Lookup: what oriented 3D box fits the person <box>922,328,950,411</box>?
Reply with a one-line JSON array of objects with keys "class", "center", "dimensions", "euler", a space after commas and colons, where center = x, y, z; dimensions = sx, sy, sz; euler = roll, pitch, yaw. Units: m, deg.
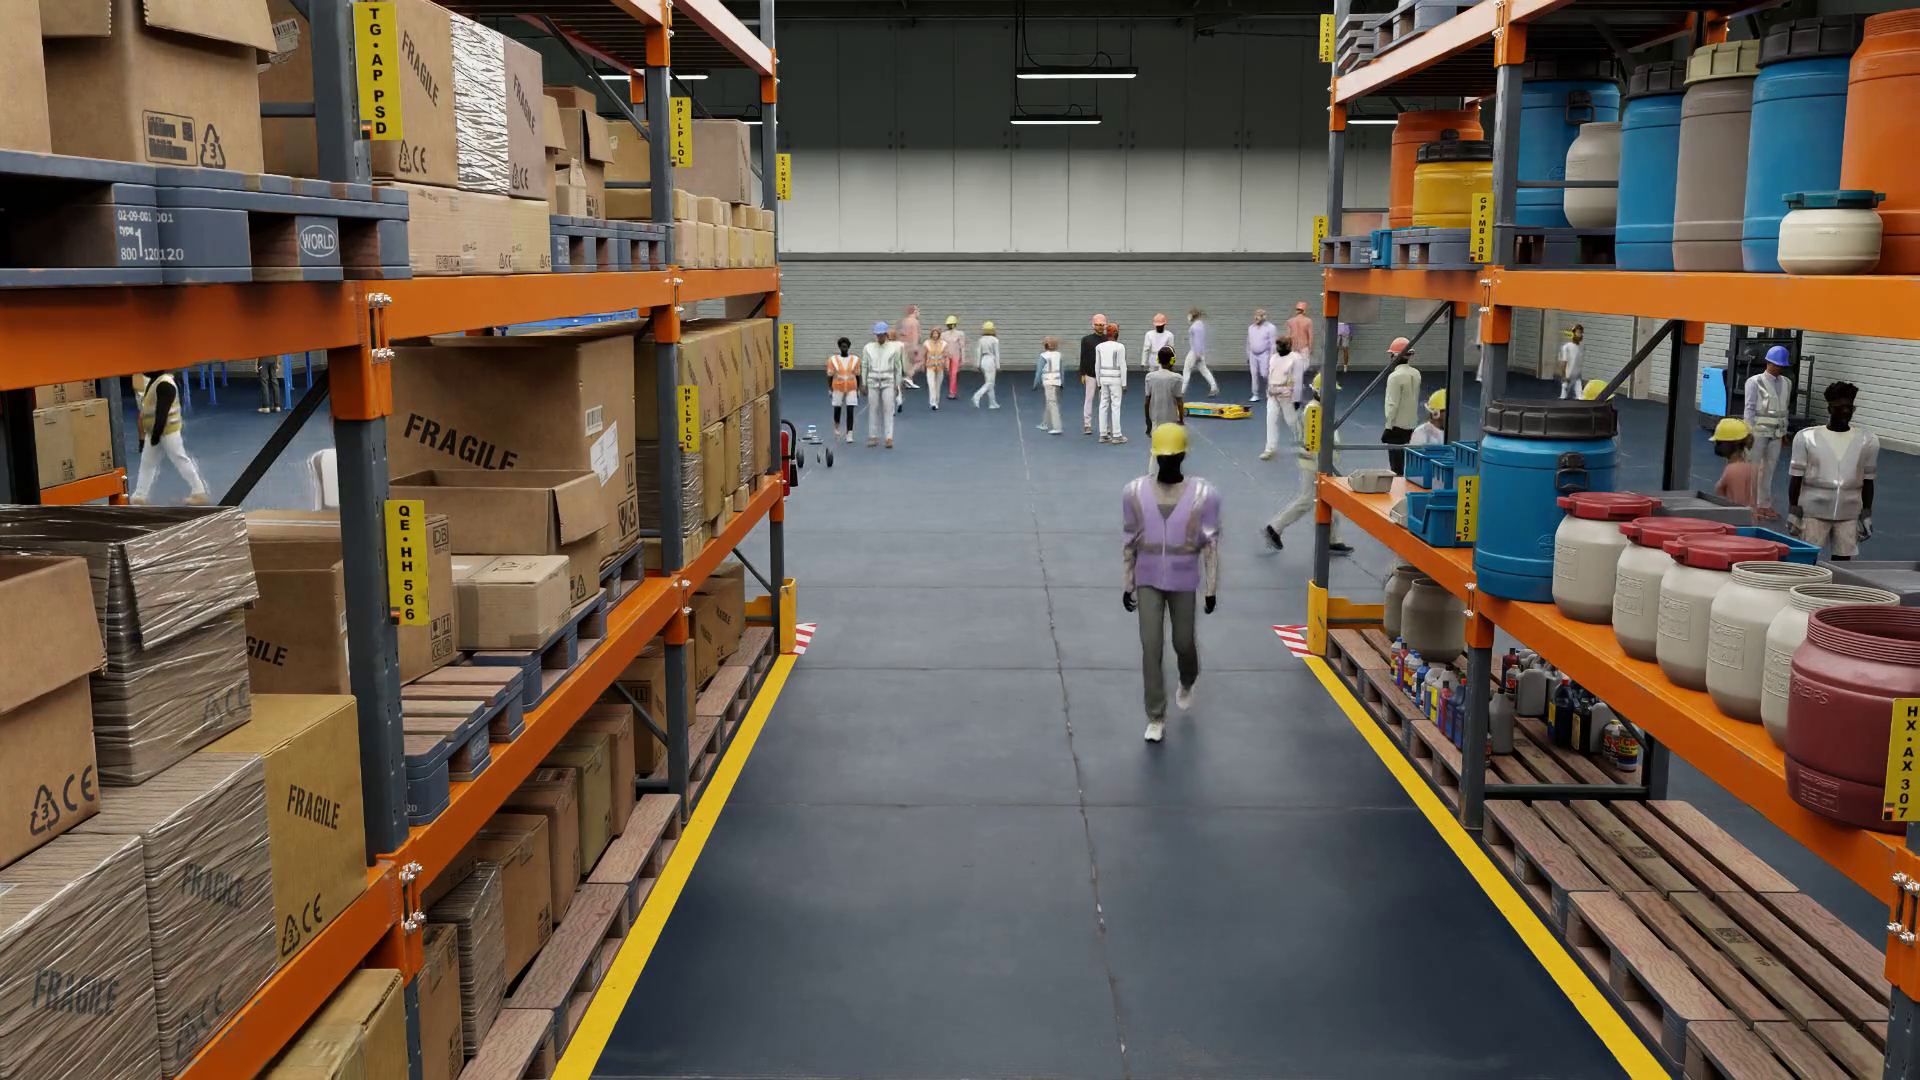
[{"class": "person", "center": [-0.464, -3.292, 32.126], "dimensions": [0.515, 1.584, 0.910], "euler": [-1, 10, -8]}]

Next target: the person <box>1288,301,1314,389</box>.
[{"class": "person", "center": [7.620, -4.357, 37.319], "dimensions": [0.635, 1.980, 0.617], "euler": [7, 12, 37]}]

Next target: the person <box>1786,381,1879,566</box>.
[{"class": "person", "center": [6.565, -0.214, 12.547], "dimensions": [0.610, 1.966, 0.363], "euler": [2, 10, 14]}]

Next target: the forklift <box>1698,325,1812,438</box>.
[{"class": "forklift", "center": [13.248, -3.165, 27.620], "dimensions": [1.129, 2.768, 1.873], "euler": [0, 9, 1]}]

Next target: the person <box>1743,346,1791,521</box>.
[{"class": "person", "center": [8.933, -1.178, 18.411], "dimensions": [0.602, 1.937, 0.409], "euler": [-3, 10, -19]}]

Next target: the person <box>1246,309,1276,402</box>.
[{"class": "person", "center": [6.177, -3.794, 34.202], "dimensions": [0.659, 1.898, 0.492], "euler": [7, 12, 36]}]

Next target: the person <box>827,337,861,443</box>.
[{"class": "person", "center": [-1.842, -2.404, 26.511], "dimensions": [0.543, 1.684, 0.457], "euler": [-1, 10, -7]}]

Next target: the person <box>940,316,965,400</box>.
[{"class": "person", "center": [-0.212, -3.772, 34.580], "dimensions": [0.538, 1.731, 0.866], "euler": [5, 11, 26]}]

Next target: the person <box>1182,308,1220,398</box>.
[{"class": "person", "center": [5.054, -3.969, 35.293], "dimensions": [1.019, 1.898, 0.630], "euler": [3, 10, 18]}]

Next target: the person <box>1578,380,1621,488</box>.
[{"class": "person", "center": [5.579, -0.492, 14.622], "dimensions": [0.404, 1.827, 0.600], "euler": [4, 10, 24]}]

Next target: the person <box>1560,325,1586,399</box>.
[{"class": "person", "center": [10.241, -2.678, 27.764], "dimensions": [0.545, 1.819, 1.000], "euler": [-4, 10, -22]}]

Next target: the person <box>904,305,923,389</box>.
[{"class": "person", "center": [-1.036, -4.354, 37.565], "dimensions": [0.425, 1.888, 0.679], "euler": [-3, 10, -18]}]

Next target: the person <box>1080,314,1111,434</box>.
[{"class": "person", "center": [2.304, -2.774, 27.793], "dimensions": [0.611, 1.997, 0.375], "euler": [-2, 10, -12]}]

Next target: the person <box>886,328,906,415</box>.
[{"class": "person", "center": [-1.281, -3.162, 31.209], "dimensions": [0.537, 1.623, 0.368], "euler": [-4, 10, -24]}]

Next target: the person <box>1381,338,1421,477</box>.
[{"class": "person", "center": [5.038, -1.318, 19.073], "dimensions": [0.379, 1.996, 0.610], "euler": [9, 13, 42]}]

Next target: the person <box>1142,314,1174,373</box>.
[{"class": "person", "center": [3.800, -3.379, 31.743], "dimensions": [0.570, 1.896, 0.884], "euler": [3, 10, 16]}]

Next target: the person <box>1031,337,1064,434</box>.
[{"class": "person", "center": [1.436, -2.580, 27.774], "dimensions": [0.788, 1.603, 0.526], "euler": [9, 13, 42]}]

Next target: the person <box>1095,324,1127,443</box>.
[{"class": "person", "center": [2.413, -2.490, 26.434], "dimensions": [0.573, 1.883, 0.354], "euler": [8, 13, 41]}]

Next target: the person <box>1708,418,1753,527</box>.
[{"class": "person", "center": [5.704, -0.041, 12.260], "dimensions": [0.927, 1.718, 0.547], "euler": [6, 11, 31]}]

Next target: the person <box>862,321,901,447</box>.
[{"class": "person", "center": [-1.230, -2.427, 25.864], "dimensions": [0.609, 1.946, 0.401], "euler": [1, 10, 4]}]

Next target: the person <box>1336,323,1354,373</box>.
[{"class": "person", "center": [9.941, -5.395, 43.340], "dimensions": [0.608, 2.048, 0.364], "euler": [3, 10, 15]}]

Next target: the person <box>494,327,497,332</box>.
[{"class": "person", "center": [-7.661, -2.643, 27.172], "dimensions": [0.350, 1.943, 0.542], "euler": [9, 13, 42]}]

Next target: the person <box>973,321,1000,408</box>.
[{"class": "person", "center": [0.497, -3.408, 32.496], "dimensions": [0.496, 1.705, 0.752], "euler": [9, 13, 44]}]

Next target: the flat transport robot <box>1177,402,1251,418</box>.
[{"class": "flat transport robot", "center": [4.645, -2.433, 31.039], "dimensions": [1.431, 0.197, 0.652], "euler": [7, 12, 38]}]

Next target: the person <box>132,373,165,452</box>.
[{"class": "person", "center": [-12.270, -2.290, 25.100], "dimensions": [0.385, 1.928, 0.547], "euler": [-7, 12, -36]}]

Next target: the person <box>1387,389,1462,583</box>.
[{"class": "person", "center": [4.086, -0.400, 14.229], "dimensions": [0.950, 1.781, 0.615], "euler": [8, 13, 41]}]

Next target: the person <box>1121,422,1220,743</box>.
[{"class": "person", "center": [1.282, 0.222, 10.131], "dimensions": [0.591, 1.907, 0.744], "euler": [3, 10, 15]}]

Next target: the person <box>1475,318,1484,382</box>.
[{"class": "person", "center": [12.760, -4.712, 39.819], "dimensions": [1.002, 1.849, 0.666], "euler": [-4, 10, -23]}]

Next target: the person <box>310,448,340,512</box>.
[{"class": "person", "center": [-4.251, 0.010, 11.534], "dimensions": [0.585, 1.862, 0.740], "euler": [2, 10, 13]}]

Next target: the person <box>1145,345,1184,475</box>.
[{"class": "person", "center": [2.447, -1.381, 19.847], "dimensions": [0.521, 1.866, 0.325], "euler": [5, 11, 29]}]

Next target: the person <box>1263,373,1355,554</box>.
[{"class": "person", "center": [3.452, -0.761, 16.329], "dimensions": [0.828, 1.807, 0.600], "euler": [4, 10, 23]}]

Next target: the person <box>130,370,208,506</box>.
[{"class": "person", "center": [-9.331, -1.277, 19.448], "dimensions": [0.952, 1.800, 0.634], "euler": [-9, 13, -42]}]

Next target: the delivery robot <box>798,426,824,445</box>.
[{"class": "delivery robot", "center": [-2.093, -1.498, 23.533], "dimensions": [0.335, 0.223, 0.698], "euler": [-2, 10, -14]}]

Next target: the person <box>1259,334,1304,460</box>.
[{"class": "person", "center": [4.773, -2.093, 24.268], "dimensions": [0.837, 1.818, 0.632], "euler": [-7, 12, -35]}]

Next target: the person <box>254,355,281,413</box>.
[{"class": "person", "center": [-13.234, -3.356, 31.733], "dimensions": [0.328, 1.844, 0.514], "euler": [6, 11, 34]}]
